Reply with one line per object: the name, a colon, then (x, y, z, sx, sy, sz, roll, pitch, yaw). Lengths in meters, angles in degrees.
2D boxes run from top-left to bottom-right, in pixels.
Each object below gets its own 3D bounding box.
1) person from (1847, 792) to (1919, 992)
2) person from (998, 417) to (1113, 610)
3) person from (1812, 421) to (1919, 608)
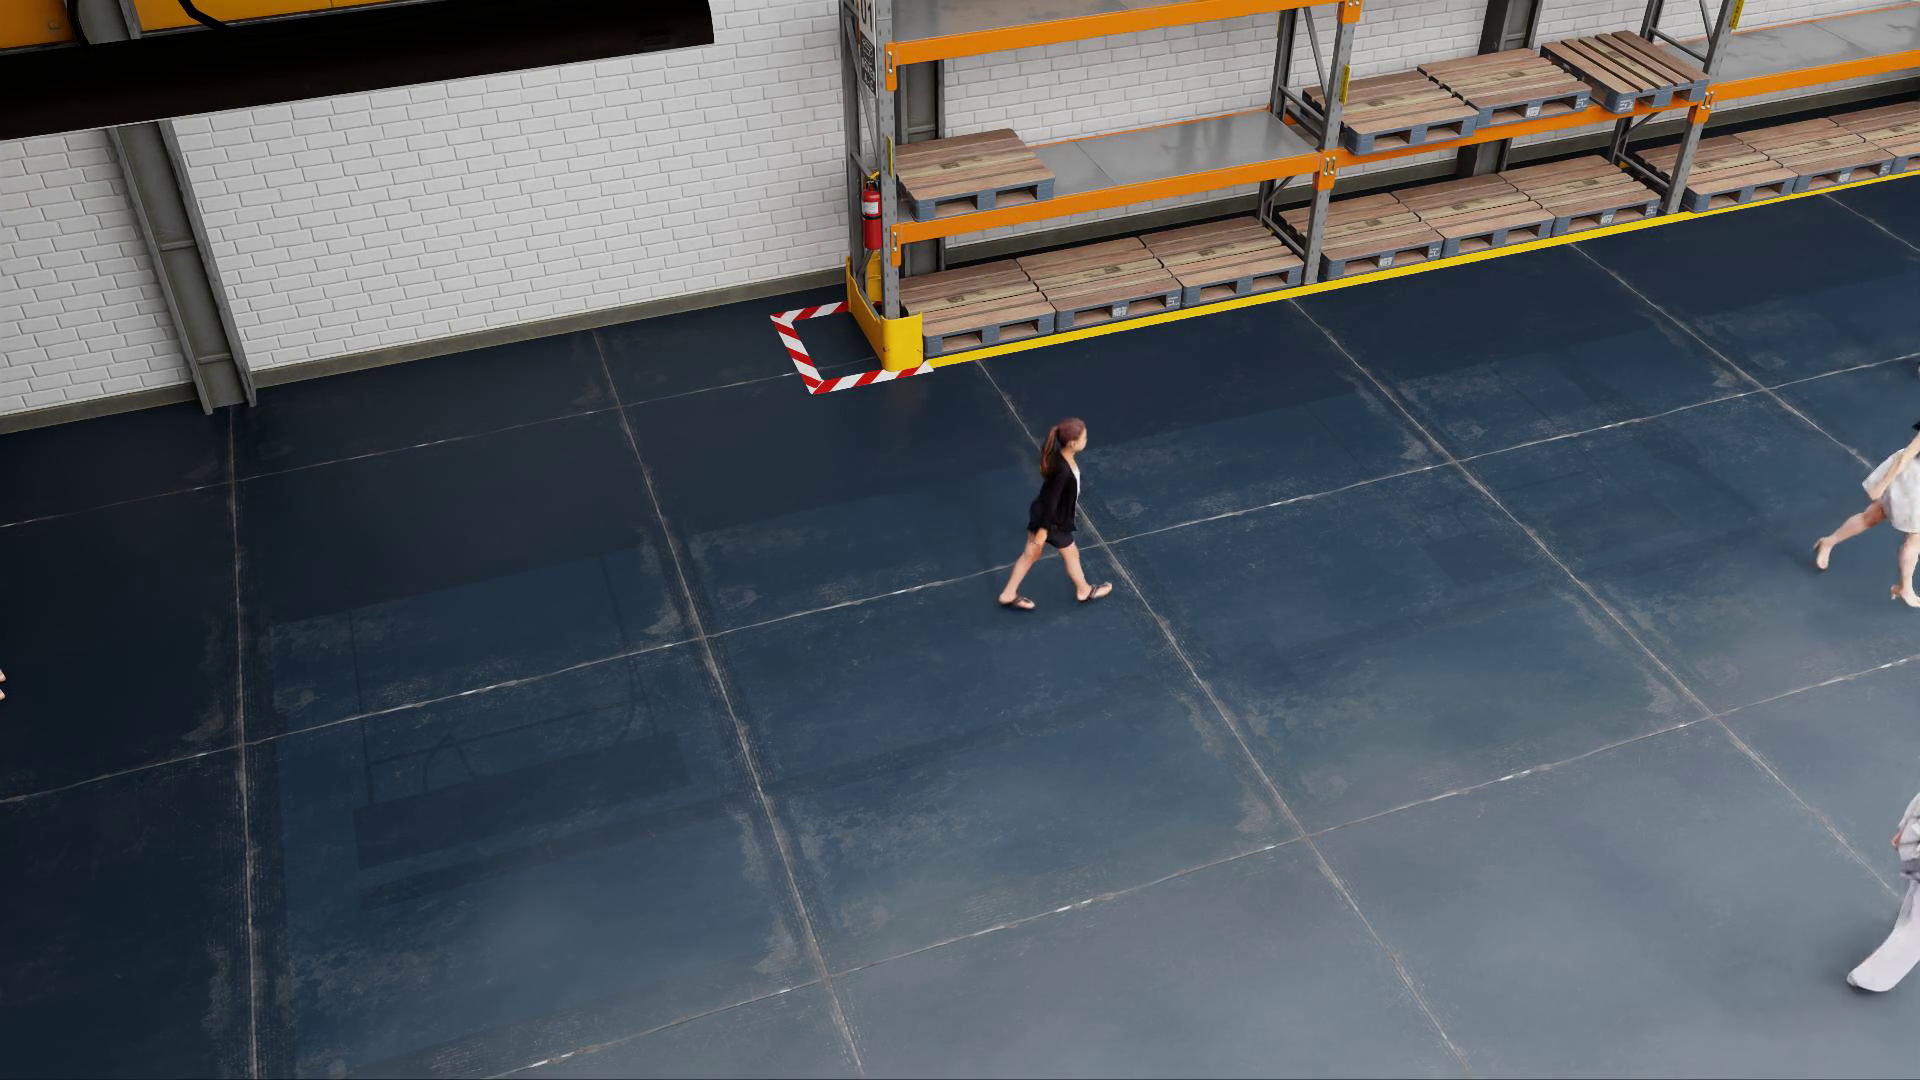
person: (5.054, 1.682, 8.616, 0.987, 1.897, 0.661, -13, 40, -15)
person: (0.538, -0.125, 11.195, 1.075, 1.504, 0.724, 1, 39, 2)
person: (6.356, -0.358, 11.314, 1.066, 1.719, 0.917, -21, 43, -25)
